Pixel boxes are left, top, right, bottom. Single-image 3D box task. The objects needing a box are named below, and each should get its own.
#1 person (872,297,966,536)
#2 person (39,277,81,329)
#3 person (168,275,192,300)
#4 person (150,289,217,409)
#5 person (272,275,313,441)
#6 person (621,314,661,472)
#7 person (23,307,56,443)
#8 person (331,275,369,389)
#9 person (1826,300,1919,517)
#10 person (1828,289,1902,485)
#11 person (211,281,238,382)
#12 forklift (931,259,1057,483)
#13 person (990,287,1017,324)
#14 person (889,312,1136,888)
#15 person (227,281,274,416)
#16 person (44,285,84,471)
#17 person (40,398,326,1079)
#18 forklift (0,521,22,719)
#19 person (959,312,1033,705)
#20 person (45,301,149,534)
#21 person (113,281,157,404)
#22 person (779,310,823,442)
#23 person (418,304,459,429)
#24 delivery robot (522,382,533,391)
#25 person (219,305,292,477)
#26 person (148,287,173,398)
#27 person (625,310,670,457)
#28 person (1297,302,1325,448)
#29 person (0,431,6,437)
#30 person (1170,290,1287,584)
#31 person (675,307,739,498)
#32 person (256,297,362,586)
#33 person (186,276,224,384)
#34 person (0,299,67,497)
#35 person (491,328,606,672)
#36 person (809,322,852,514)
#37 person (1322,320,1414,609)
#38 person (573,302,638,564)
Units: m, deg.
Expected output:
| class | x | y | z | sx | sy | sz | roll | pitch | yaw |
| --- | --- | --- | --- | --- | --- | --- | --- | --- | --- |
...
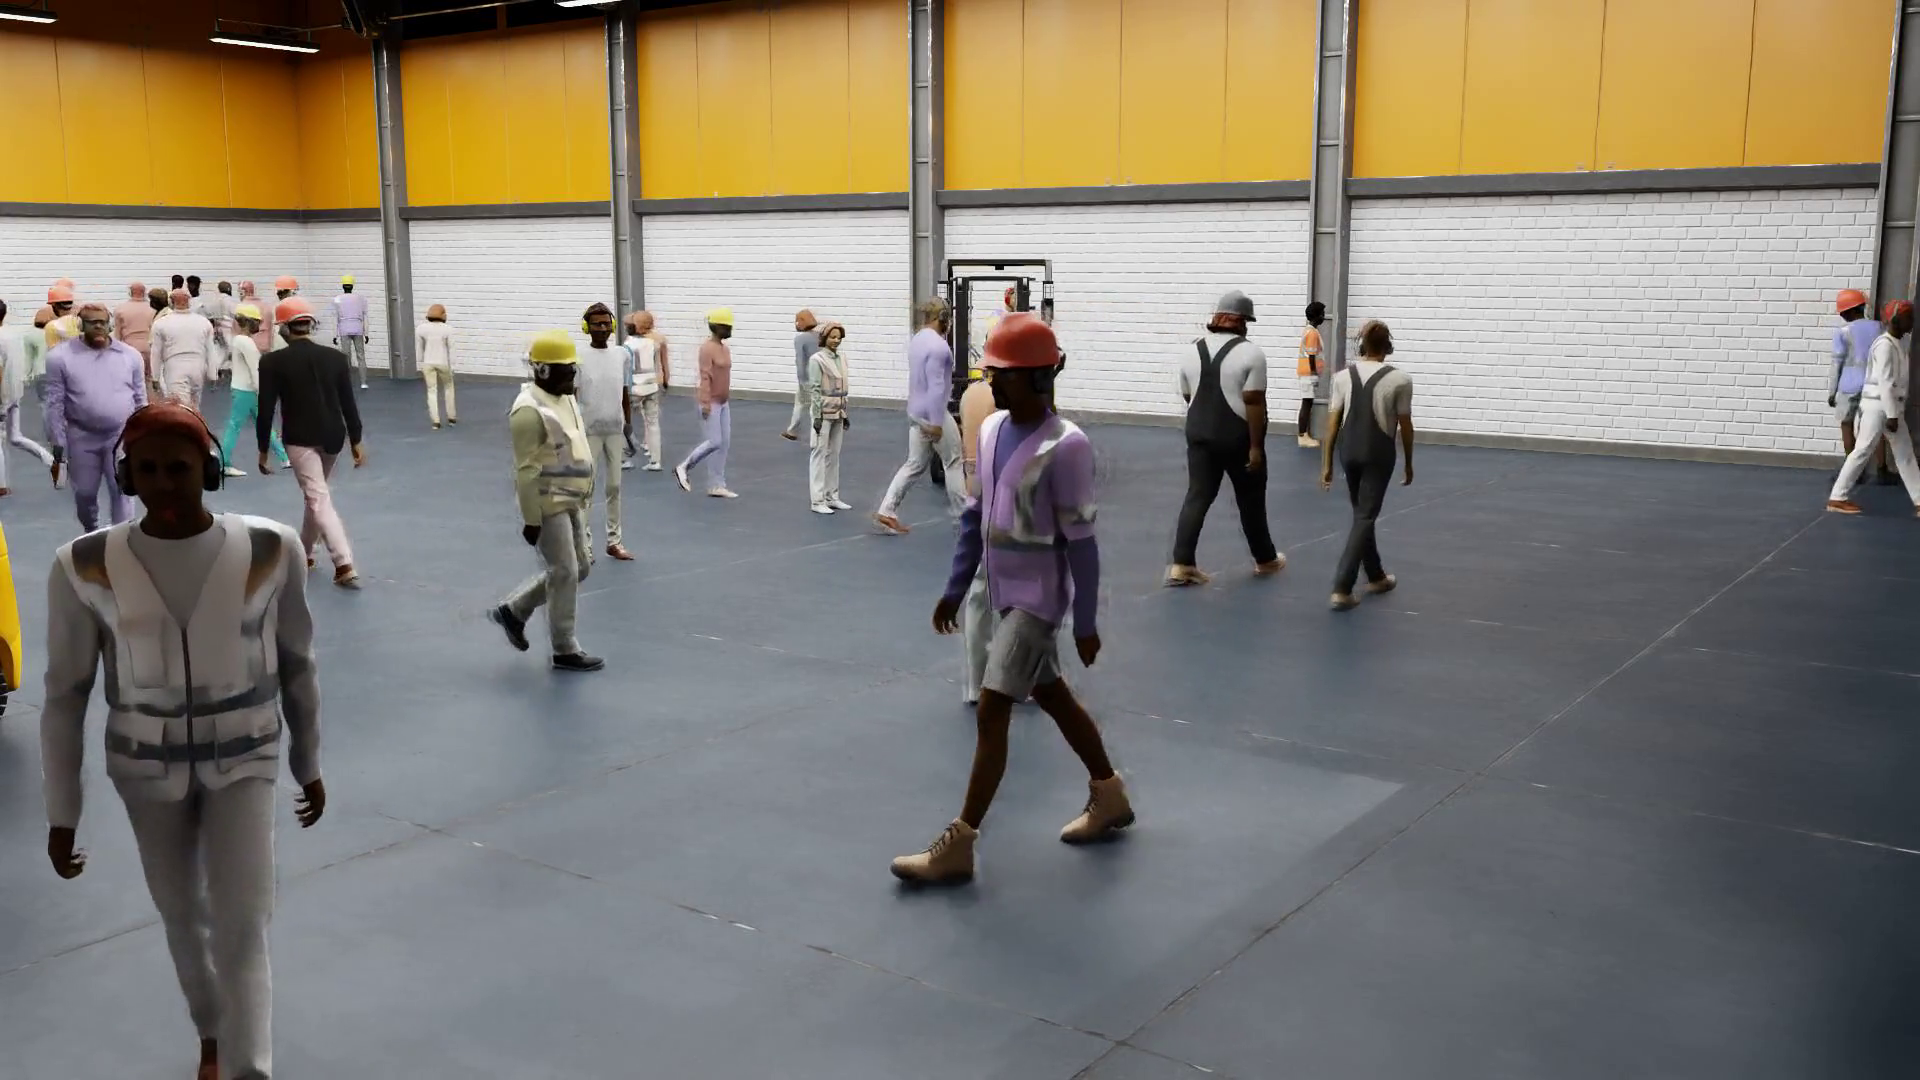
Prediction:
| class | x | y | z | sx | sy | sz | roll | pitch | yaw |
| --- | --- | --- | --- | --- | --- | --- | --- | --- | --- |
| person | -0.279 | -0.969 | 13.124 | 0.939 | 1.885 | 0.659 | -4 | 10 | -22 |
| person | -11.111 | -2.286 | 20.725 | 0.615 | 1.965 | 0.917 | -3 | 10 | -17 |
| person | -13.745 | -3.723 | 29.395 | 0.378 | 1.917 | 0.597 | 4 | 10 | 23 |
| person | -8.546 | -1.832 | 18.319 | 0.654 | 1.866 | 0.969 | -9 | 13 | -42 |
| person | -7.981 | -2.166 | 19.900 | 0.620 | 1.995 | 0.385 | 5 | 11 | 29 |
| person | -3.352 | -1.512 | 17.114 | 0.674 | 1.613 | 0.533 | 6 | 11 | 31 |
| person | -10.773 | -1.944 | 19.700 | 0.538 | 1.614 | 0.420 | -5 | 11 | -28 |
| person | -10.250 | -3.489 | 27.979 | 0.586 | 1.928 | 0.380 | -5 | 11 | -25 |
| person | 7.891 | -1.099 | 14.040 | 0.959 | 1.827 | 0.590 | 9 | 13 | 43 |
| person | 8.780 | -1.473 | 16.103 | 0.722 | 1.887 | 0.474 | 1 | 10 | 4 |
| person | -12.824 | -3.612 | 29.059 | 0.758 | 1.820 | 0.540 | 7 | 12 | 36 |
| forklift | 0.370 | -1.738 | 16.759 | 1.214 | 2.155 | 2.313 | 1 | 10 | 3 |
| person | 0.592 | -2.221 | 20.700 | 0.573 | 1.840 | 0.403 | -9 | 13 | -42 |
| person | 0.245 | 0.190 | 5.917 | 1.067 | 1.995 | 0.614 | -4 | 10 | -24 |
| person | -9.870 | -2.643 | 23.066 | 0.610 | 1.886 | 0.640 | 2 | 10 | 14 |
| person | -9.044 | -1.638 | 17.013 | 0.581 | 1.920 | 0.540 | 4 | 10 | 21 |
| person | -1.854 | 0.585 | 3.995 | 0.605 | 1.828 | 1.000 | -3 | 10 | -20 |
| forklift | -5.296 | -0.090 | 6.943 | 1.214 | 2.155 | 2.313 | 7 | 12 | 35 |
| person | 0.291 | -0.149 | 8.122 | 0.650 | 1.907 | 0.612 | -7 | 12 | -37 |
| person | -6.087 | -0.751 | 11.784 | 0.650 | 1.883 | 0.802 | -5 | 11 | -30 |
| person | -11.266 | -2.617 | 22.882 | 0.649 | 1.891 | 0.679 | -6 | 11 | -33 |
| person | -1.784 | -1.900 | 19.534 | 0.505 | 1.579 | 0.899 | -9 | 13 | -42 |
| person | -6.779 | -2.264 | 21.663 | 0.502 | 1.599 | 0.747 | -1 | 10 | -3 |
| delivery robot | -5.886 | -2.119 | 23.623 | 0.707 | 0.478 | 0.477 | 6 | 11 | 31 |
| person | -7.091 | -1.504 | 16.777 | 0.932 | 1.700 | 0.555 | -6 | 11 | -33 |
| person | -10.388 | -2.396 | 21.821 | 0.433 | 1.827 | 0.650 | -6 | 11 | -30 |
| person | -3.531 | -1.738 | 18.484 | 0.533 | 1.605 | 0.778 | -8 | 12 | -38 |
| person | 4.079 | -1.921 | 19.346 | 0.318 | 1.694 | 0.535 | 2 | 10 | 10 |
| person | -11.852 | -2.132 | 20.220 | 0.431 | 1.832 | 0.639 | 0 | 10 | -1 |
| person | 1.788 | -0.728 | 11.202 | 0.688 | 2.000 | 1.063 | 9 | 13 | 43 |
| person | -2.275 | -1.250 | 15.171 | 0.517 | 1.744 | 0.548 | 3 | 10 | 19 |
| person | -4.385 | -0.670 | 11.218 | 1.129 | 1.923 | 0.632 | 8 | 13 | 41 |
| person | -13.173 | -3.627 | 28.834 | 0.606 | 1.926 | 0.990 | 5 | 11 | 26 |
| person | -8.674 | -1.305 | 15.216 | 0.738 | 1.850 | 0.526 | 0 | 10 | -1 |
| person | -2.192 | -0.204 | 8.748 | 0.569 | 1.814 | 0.603 | 1 | 10 | 7 |
| person | -1.122 | -1.049 | 14.315 | 0.315 | 1.636 | 0.515 | 5 | 11 | 28 |
| person | 2.583 | -0.479 | 10.486 | 0.499 | 1.792 | 0.933 | 8 | 12 | 39 |
| person | -2.568 | -0.764 | 11.927 | 0.535 | 1.868 | 0.309 | -7 | 12 | -35 |
